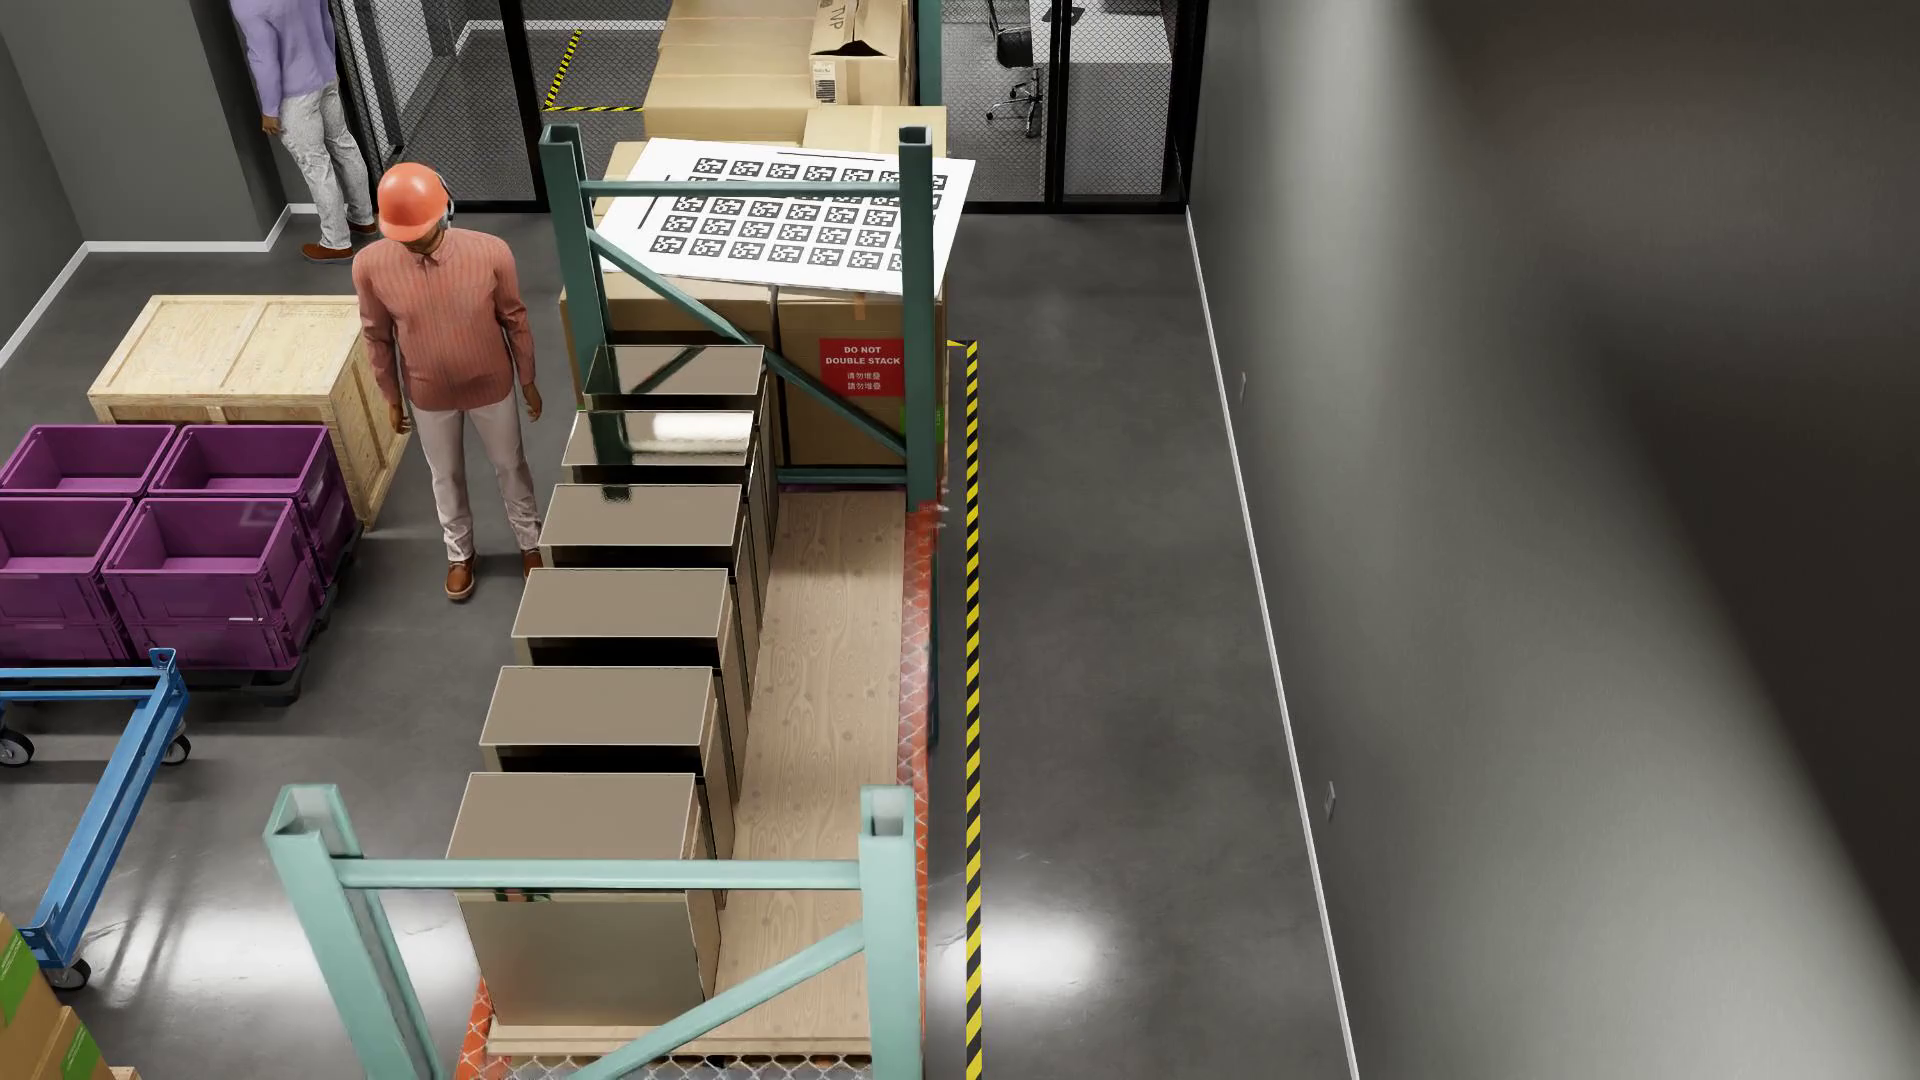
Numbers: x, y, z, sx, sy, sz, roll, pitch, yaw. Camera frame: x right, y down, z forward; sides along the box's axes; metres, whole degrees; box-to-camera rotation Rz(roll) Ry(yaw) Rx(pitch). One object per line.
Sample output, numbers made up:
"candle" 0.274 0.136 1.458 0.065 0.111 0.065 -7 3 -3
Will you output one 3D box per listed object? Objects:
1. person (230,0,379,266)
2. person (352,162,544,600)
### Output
"person" -3.398 -2.337 8.562 0.372 1.934 0.630 11 42 12
"person" -1.961 -0.595 6.531 0.617 1.983 0.403 -8 42 -10
